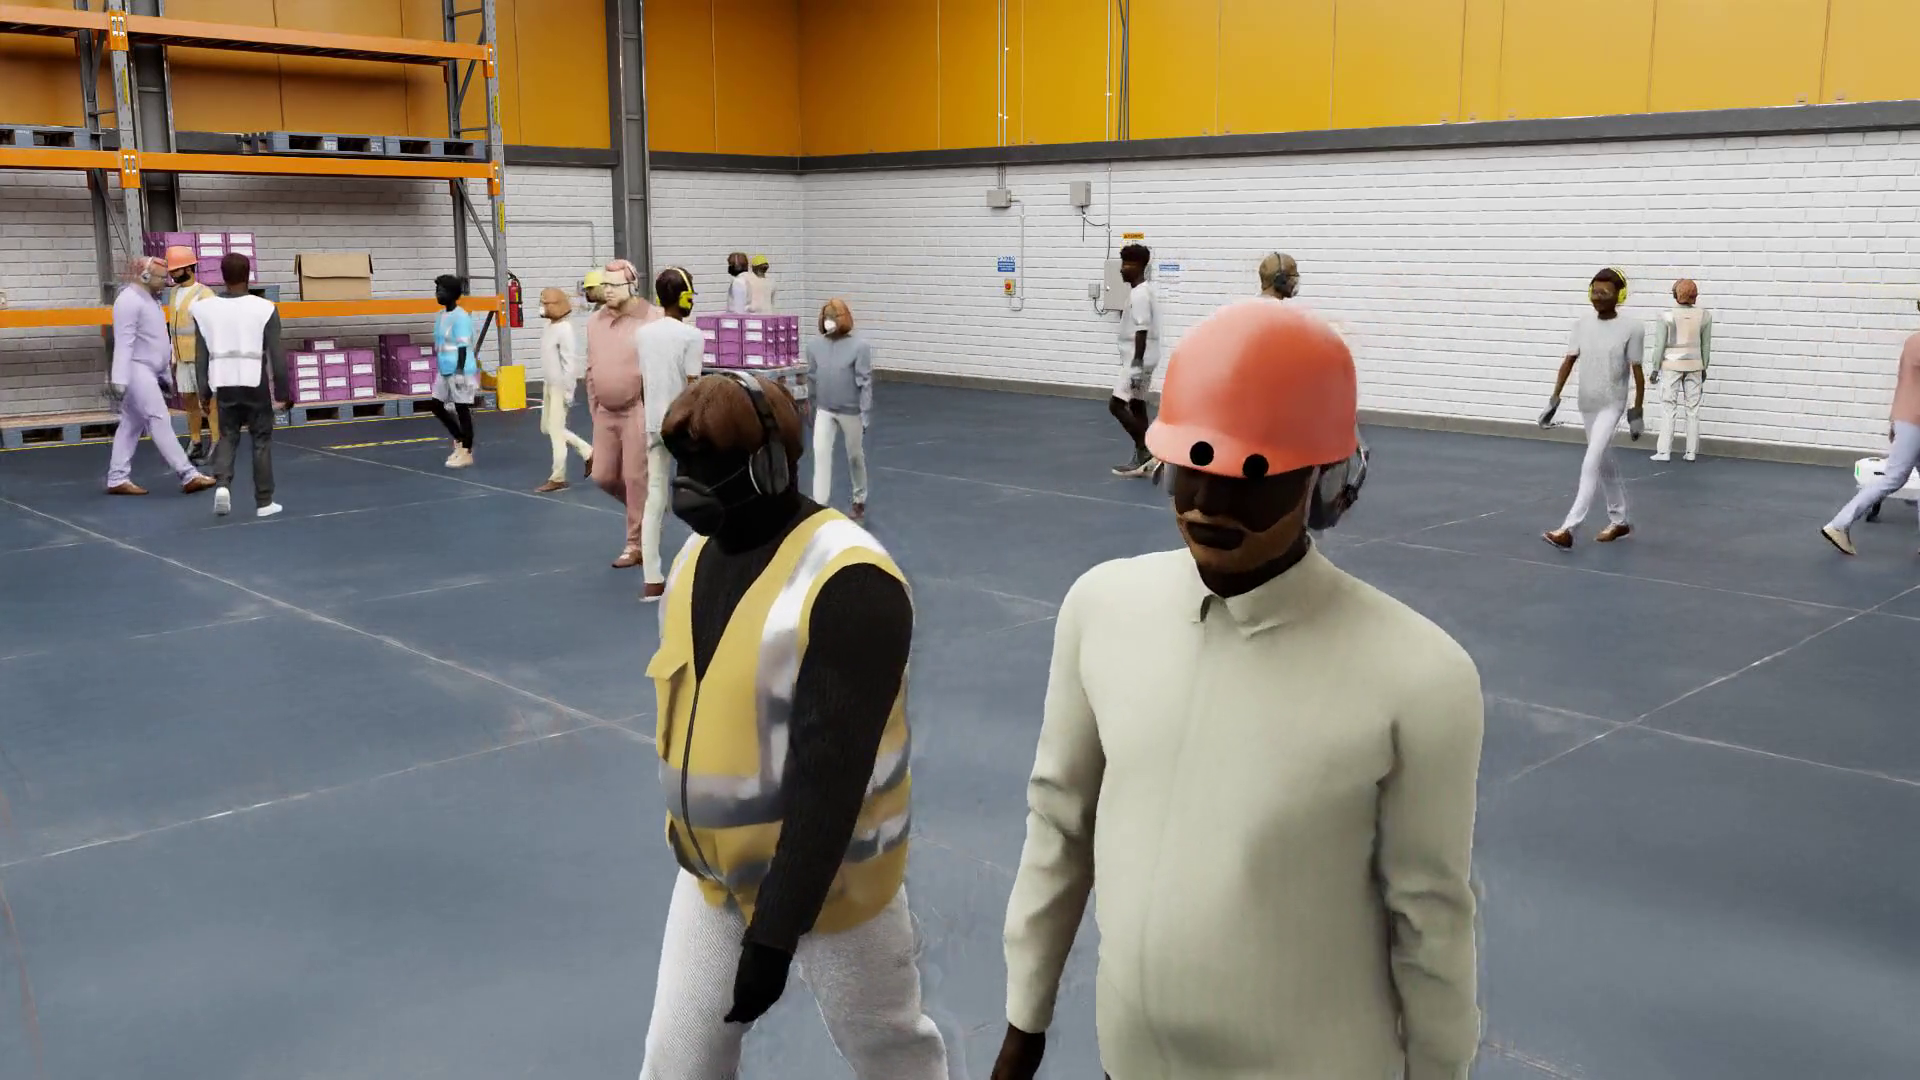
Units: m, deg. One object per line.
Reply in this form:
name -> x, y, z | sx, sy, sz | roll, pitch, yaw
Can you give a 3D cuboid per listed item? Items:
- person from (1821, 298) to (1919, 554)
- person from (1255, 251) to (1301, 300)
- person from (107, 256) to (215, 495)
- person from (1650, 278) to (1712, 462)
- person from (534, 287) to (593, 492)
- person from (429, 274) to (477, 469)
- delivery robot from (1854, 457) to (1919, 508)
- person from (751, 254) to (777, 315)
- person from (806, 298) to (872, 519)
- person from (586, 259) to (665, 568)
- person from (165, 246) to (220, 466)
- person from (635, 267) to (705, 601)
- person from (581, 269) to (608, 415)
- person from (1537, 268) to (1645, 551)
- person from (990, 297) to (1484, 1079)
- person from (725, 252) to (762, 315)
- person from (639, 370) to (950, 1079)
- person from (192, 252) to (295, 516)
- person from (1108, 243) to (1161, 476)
person -> 5.913, -0.731, 10.430 | 0.831, 1.727, 0.534 | 3, 11, 17
person -> 1.948, -0.758, 9.996 | 0.668, 1.921, 0.655 | -3, 11, -14
person -> -6.236, -1.263, 12.942 | 0.969, 1.851, 0.671 | -2, 11, -13
person -> 6.425, -1.504, 14.838 | 0.514, 1.642, 0.310 | 0, 10, 0
person -> -3.149, -1.198, 13.201 | 0.525, 1.620, 0.512 | -6, 12, -30
person -> -4.401, -1.457, 14.436 | 0.367, 1.683, 0.554 | -9, 14, -40
delivery robot -> 6.727, -0.440, 11.740 | 0.707, 0.478, 0.477 | 9, 14, 41
person -> -2.645, -2.903, 22.128 | 0.310, 1.769, 0.525 | 9, 13, 39
person -> -0.851, -0.887, 11.605 | 0.514, 1.584, 0.880 | 3, 11, 18
person -> -2.018, -0.784, 10.269 | 0.647, 1.881, 0.542 | 5, 12, 27
person -> -6.769, -1.611, 14.637 | 0.543, 1.927, 0.375 | 6, 12, 28
person -> -1.537, -0.610, 9.416 | 0.554, 1.834, 0.883 | 6, 12, 30
person -> -3.105, -1.473, 14.434 | 0.402, 1.727, 0.501 | -8, 13, -37
person -> 4.116, -0.840, 10.761 | 1.008, 1.809, 0.521 | -6, 12, -31
person -> 0.408, 0.648, 2.255 | 0.611, 1.965, 0.943 | 10, 14, 44
person -> -2.593, -2.478, 19.667 | 0.510, 1.828, 0.628 | 3, 11, 17
person -> -0.358, 0.603, 2.940 | 0.980, 1.785, 0.632 | -10, 14, -44
person -> -5.116, -1.093, 11.880 | 0.623, 1.905, 0.579 | 0, 10, -2
person -> 1.457, -1.491, 13.898 | 0.420, 1.954, 0.631 | 2, 11, 10
